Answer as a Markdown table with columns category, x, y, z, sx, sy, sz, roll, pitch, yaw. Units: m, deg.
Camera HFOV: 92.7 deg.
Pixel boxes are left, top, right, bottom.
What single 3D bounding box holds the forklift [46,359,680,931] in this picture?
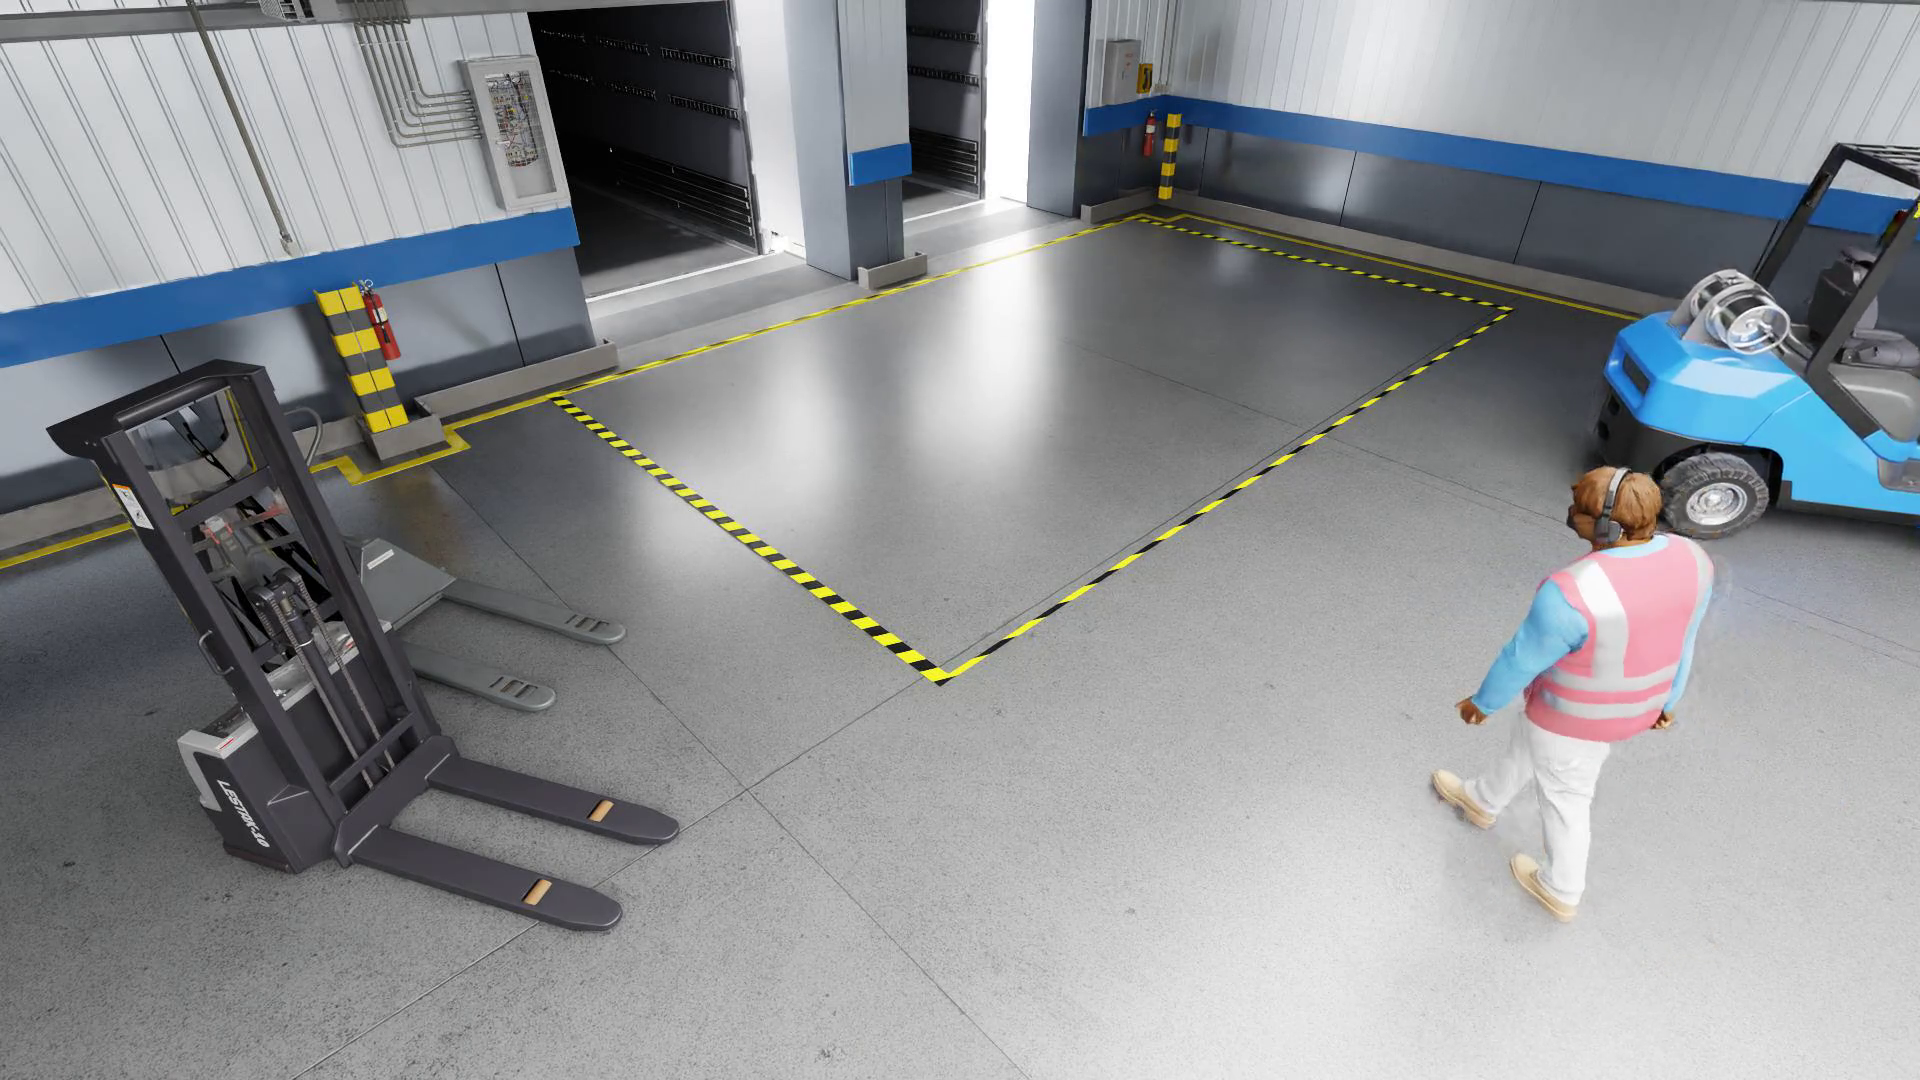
| category | x | y | z | sx | sy | sz | roll | pitch | yaw |
| --- | --- | --- | --- | --- | --- | --- | --- | --- | --- |
| forklift | -2.135 | 0.422 | 3.354 | 1.885 | 1.965 | 0.823 | 10 | 35 | 14 |

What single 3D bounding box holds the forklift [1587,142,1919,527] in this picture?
| category | x | y | z | sx | sy | sz | roll | pitch | yaw |
| --- | --- | --- | --- | --- | --- | --- | --- | --- | --- |
| forklift | 5.605 | -1.190 | 5.408 | 2.680 | 2.036 | 1.157 | 9 | 35 | 13 |

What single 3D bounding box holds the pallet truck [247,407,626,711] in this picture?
| category | x | y | z | sx | sy | sz | roll | pitch | yaw |
| --- | --- | --- | --- | --- | --- | --- | --- | --- | --- |
| pallet truck | -2.628 | 0.038 | 4.590 | 1.601 | 1.201 | 0.680 | 12 | 36 | 18 |

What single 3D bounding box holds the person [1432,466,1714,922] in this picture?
| category | x | y | z | sx | sy | sz | roll | pitch | yaw |
| --- | --- | --- | --- | --- | --- | --- | --- | --- | --- |
| person | 2.198 | 0.568 | 3.325 | 0.650 | 1.789 | 0.740 | -13 | 36 | -19 |
